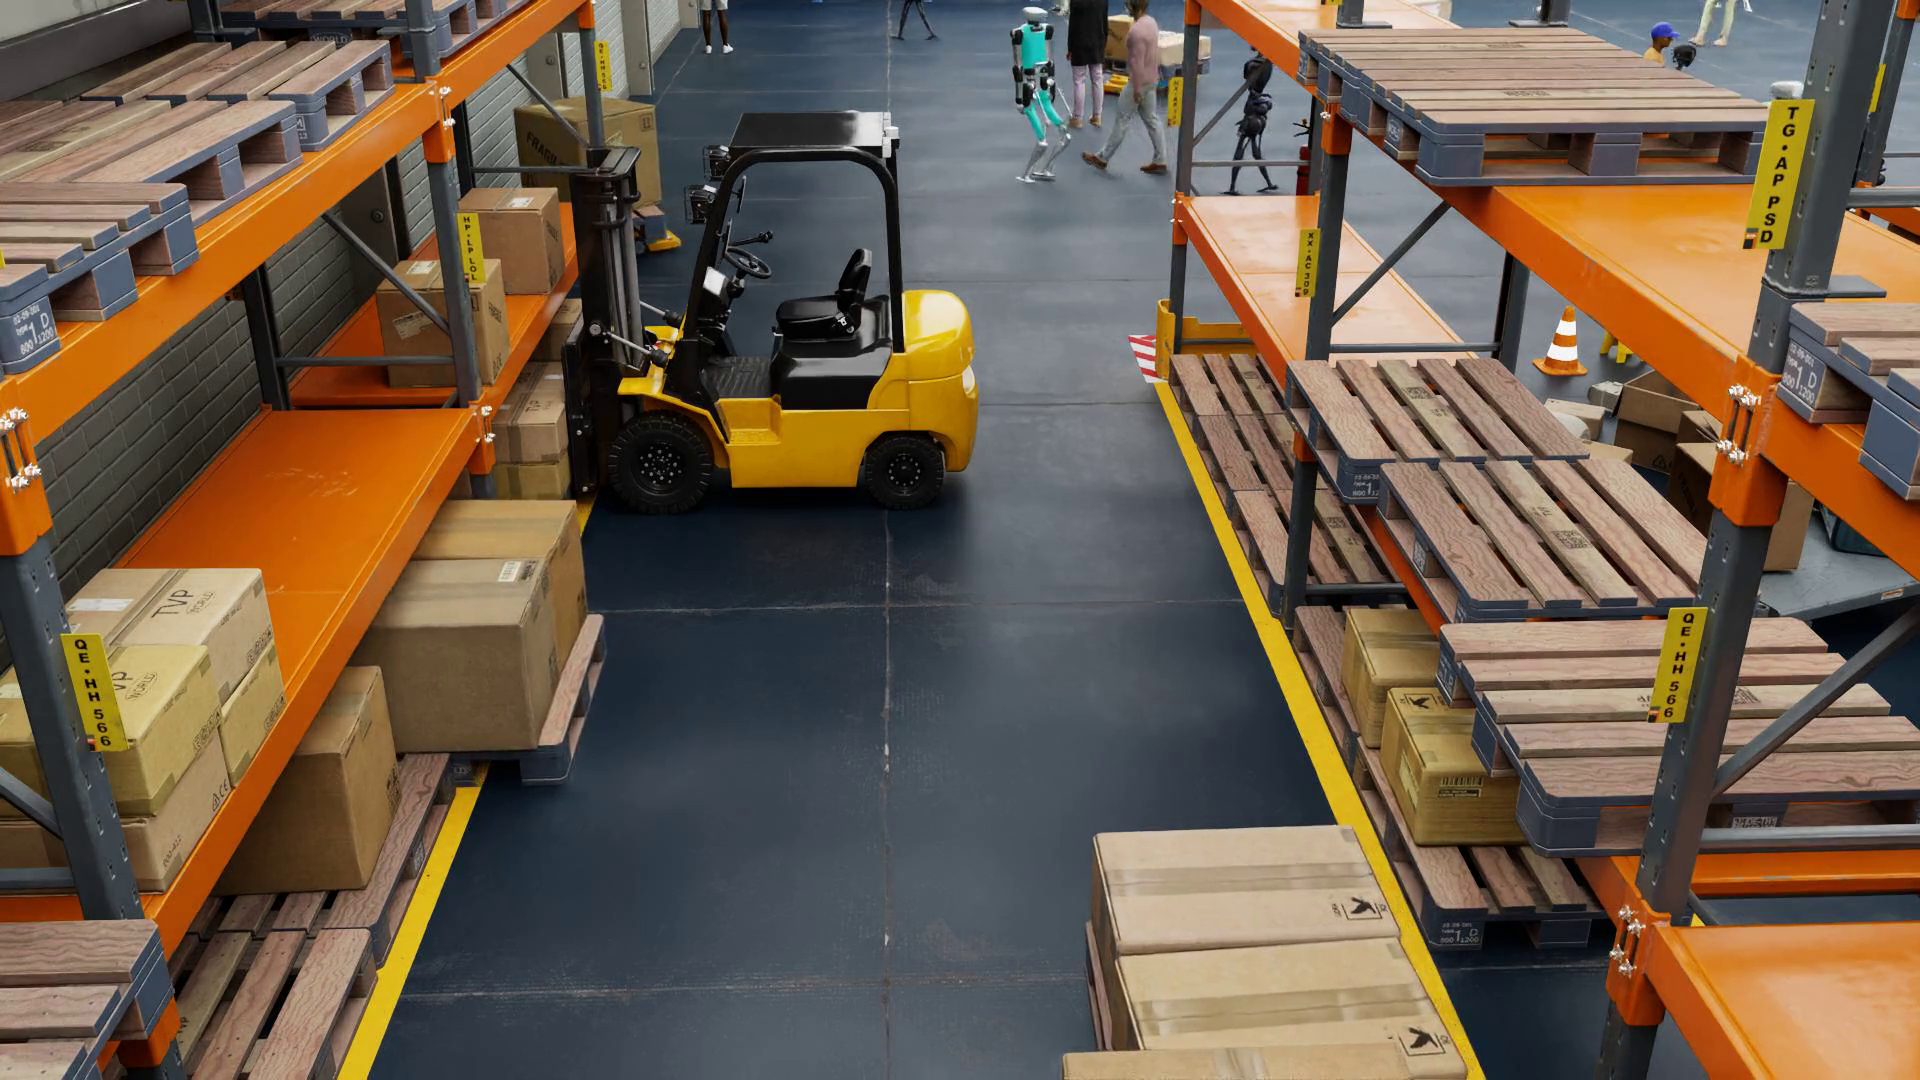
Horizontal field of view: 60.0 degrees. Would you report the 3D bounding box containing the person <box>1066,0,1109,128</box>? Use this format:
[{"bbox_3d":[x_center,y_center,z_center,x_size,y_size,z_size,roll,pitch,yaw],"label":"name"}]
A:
[{"bbox_3d":[1.527,-5.884,19.906,0.529,1.857,0.405,-11,27,-22],"label":"person"}]

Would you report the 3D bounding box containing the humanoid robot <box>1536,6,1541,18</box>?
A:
[{"bbox_3d":[5.873,-4.676,17.624,0.722,1.899,0.542,2,25,5],"label":"humanoid robot"}]

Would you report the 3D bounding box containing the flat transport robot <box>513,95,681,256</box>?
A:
[{"bbox_3d":[-3.317,-2.734,15.093,1.431,0.231,0.659,-11,28,-23],"label":"flat transport robot"}]

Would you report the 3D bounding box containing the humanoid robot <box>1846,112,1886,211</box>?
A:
[{"bbox_3d":[7.513,-2.965,13.918,0.315,1.655,0.599,-1,25,-1],"label":"humanoid robot"}]

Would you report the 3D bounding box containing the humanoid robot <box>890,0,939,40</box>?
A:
[{"bbox_3d":[-0.726,-8.676,26.079,0.769,1.629,0.601,10,27,20],"label":"humanoid robot"}]

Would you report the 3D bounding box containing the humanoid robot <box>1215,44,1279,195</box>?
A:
[{"bbox_3d":[2.974,-4.325,16.834,0.606,1.640,0.608,9,27,19],"label":"humanoid robot"}]

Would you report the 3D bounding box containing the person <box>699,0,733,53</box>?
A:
[{"bbox_3d":[-3.715,-8.283,24.935,0.541,1.901,0.373,-1,25,-1],"label":"person"}]

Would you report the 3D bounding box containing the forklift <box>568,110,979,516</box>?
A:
[{"bbox_3d":[-1.043,-1.379,9.976,2.313,2.155,1.214,-1,25,-2],"label":"forklift"}]

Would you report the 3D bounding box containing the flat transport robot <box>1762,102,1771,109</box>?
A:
[{"bbox_3d":[8.633,-3.989,17.752,0.659,0.231,1.431,22,33,38],"label":"flat transport robot"}]

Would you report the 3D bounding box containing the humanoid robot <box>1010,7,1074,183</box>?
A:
[{"bbox_3d":[0.890,-4.603,17.295,0.545,1.757,0.667,-19,31,-35],"label":"humanoid robot"}]

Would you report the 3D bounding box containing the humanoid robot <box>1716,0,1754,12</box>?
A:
[{"bbox_3d":[13.755,-10.233,29.273,0.539,1.770,0.934,-14,28,-26],"label":"humanoid robot"}]

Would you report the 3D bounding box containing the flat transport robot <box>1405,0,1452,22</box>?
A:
[{"bbox_3d":[6.632,-7.615,25.430,1.431,0.231,0.659,-16,30,-30],"label":"flat transport robot"}]

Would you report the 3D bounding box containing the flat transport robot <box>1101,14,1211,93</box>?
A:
[{"bbox_3d":[2.576,-6.216,22.467,0.659,0.231,1.431,22,33,39],"label":"flat transport robot"}]

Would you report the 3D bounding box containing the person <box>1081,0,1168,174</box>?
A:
[{"bbox_3d":[1.838,-4.869,17.729,0.989,1.884,0.653,11,28,23],"label":"person"}]

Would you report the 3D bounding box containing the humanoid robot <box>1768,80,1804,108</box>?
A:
[{"bbox_3d":[6.444,-2.988,13.952,0.880,1.770,0.530,21,32,37],"label":"humanoid robot"}]

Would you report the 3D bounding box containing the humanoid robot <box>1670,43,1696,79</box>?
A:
[{"bbox_3d":[6.781,-3.924,15.963,0.332,1.654,0.612,-9,27,-18],"label":"humanoid robot"}]

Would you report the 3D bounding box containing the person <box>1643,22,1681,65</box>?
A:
[{"bbox_3d":[6.967,-4.348,16.815,0.355,1.718,0.448,7,26,14],"label":"person"}]

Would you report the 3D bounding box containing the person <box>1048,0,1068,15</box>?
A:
[{"bbox_3d":[1.735,-9.913,28.606,0.352,1.716,0.599,-9,27,-19],"label":"person"}]

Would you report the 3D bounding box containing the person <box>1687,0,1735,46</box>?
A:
[{"bbox_3d":[11.657,-8.486,25.409,0.900,1.855,0.551,-17,30,-32],"label":"person"}]
